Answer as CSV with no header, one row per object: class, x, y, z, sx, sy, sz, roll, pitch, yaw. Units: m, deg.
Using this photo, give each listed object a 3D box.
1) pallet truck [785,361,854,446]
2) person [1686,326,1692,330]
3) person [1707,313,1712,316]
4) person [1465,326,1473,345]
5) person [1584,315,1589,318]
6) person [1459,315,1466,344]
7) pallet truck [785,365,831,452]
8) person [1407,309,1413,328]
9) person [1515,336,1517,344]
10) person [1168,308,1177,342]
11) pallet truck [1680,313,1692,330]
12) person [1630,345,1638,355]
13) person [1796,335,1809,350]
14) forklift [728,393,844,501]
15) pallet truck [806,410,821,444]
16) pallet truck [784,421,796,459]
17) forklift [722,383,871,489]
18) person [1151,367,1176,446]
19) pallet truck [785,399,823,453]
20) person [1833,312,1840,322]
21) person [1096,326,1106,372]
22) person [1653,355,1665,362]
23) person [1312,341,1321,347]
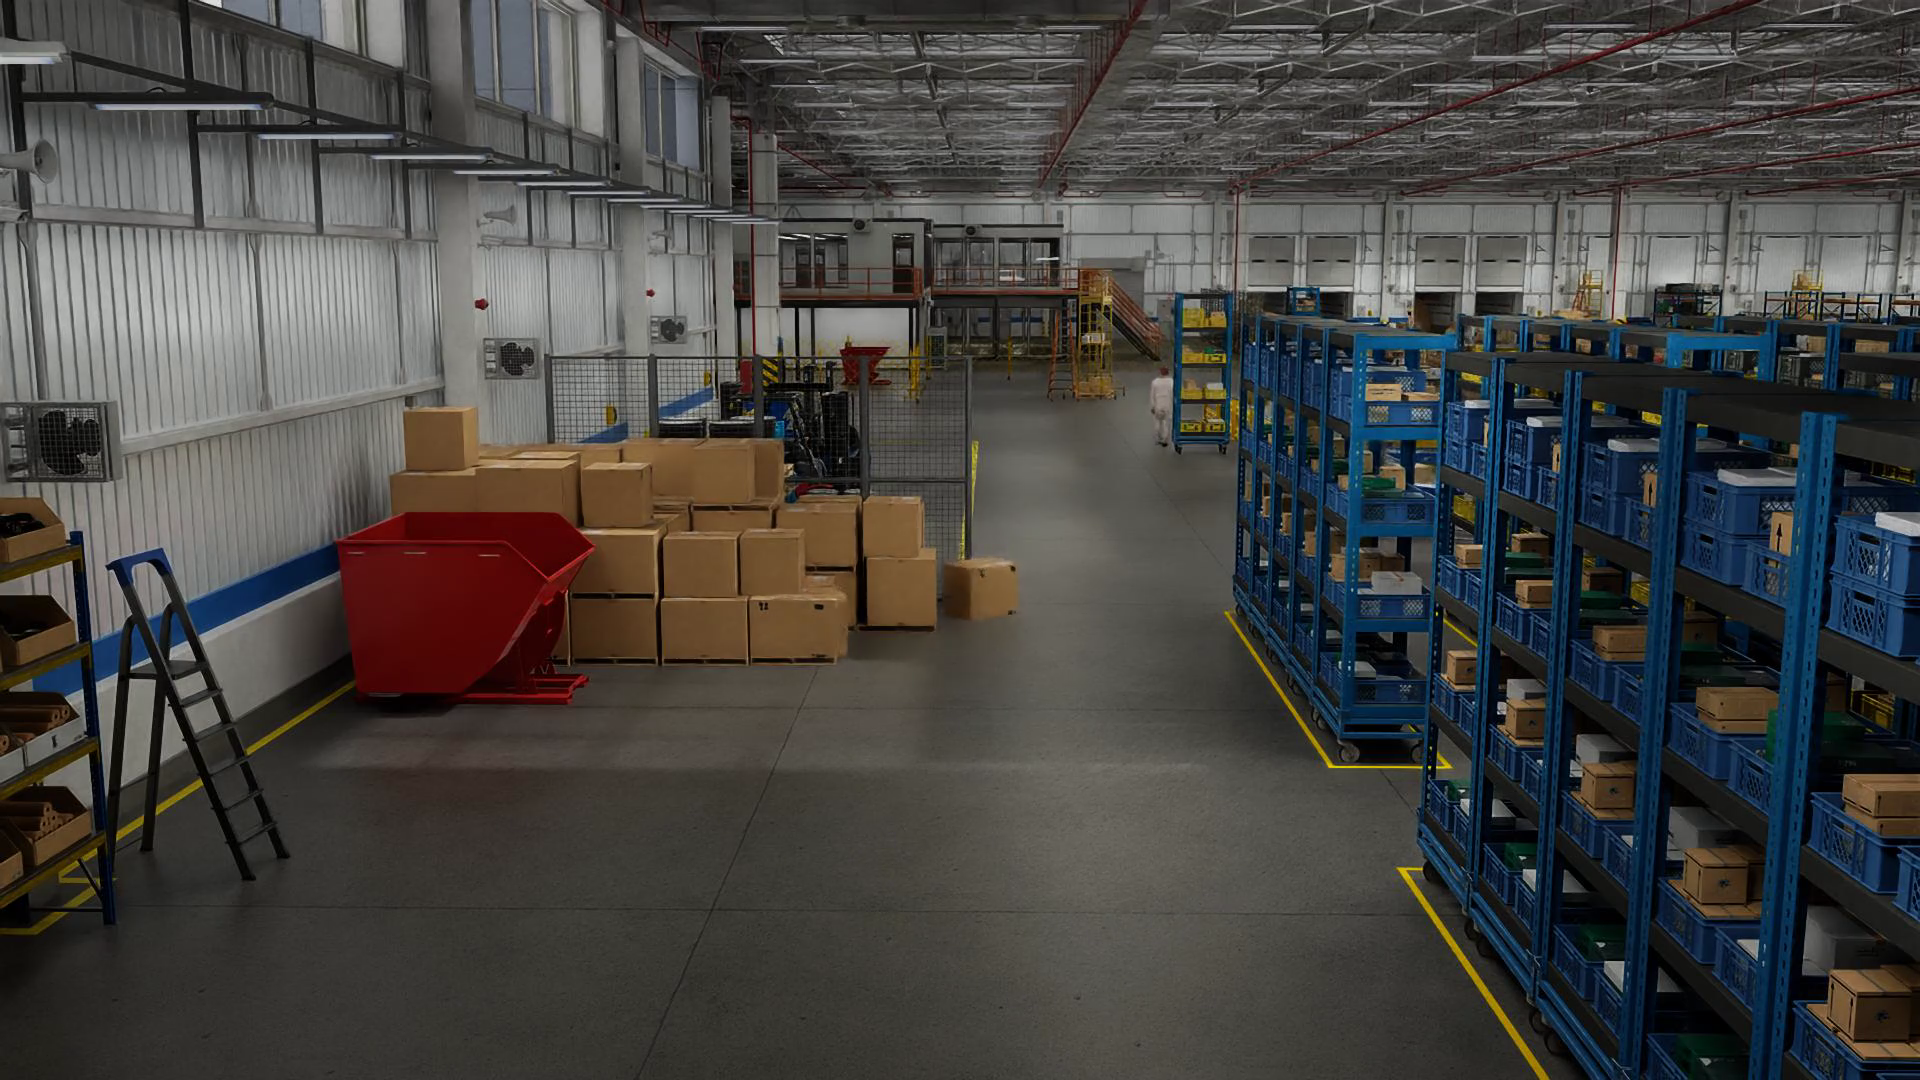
pallet truck,-3.410,-3.193,38.978,1.885,1.965,0.823,0,9,-1
person,30.265,-8.039,69.112,0.587,1.920,0.392,-7,12,-37
person,39.119,-10.861,86.580,0.554,1.898,0.714,-1,9,-5
person,24.596,-9.911,80.750,0.700,1.905,0.639,2,9,13
person,31.050,-10.187,82.469,0.337,1.882,0.583,-1,9,-8
person,26.246,-10.871,86.857,0.452,1.828,0.656,1,9,8
pallet truck,-3.774,-2.976,37.635,1.885,1.965,0.823,1,9,5
person,25.593,-12.173,94.623,0.398,1.918,0.586,5,11,29
person,21.819,-7.384,64.957,0.466,1.951,0.641,2,9,11
person,12.317,-12.450,96.274,0.464,1.931,0.639,-8,12,-42
pallet truck,36.315,-10.531,84.244,0.823,1.965,1.885,-6,11,-33
person,25.487,-6.955,62.980,0.791,1.743,0.533,0,9,2
person,33.208,-7.458,65.664,0.518,1.877,0.326,9,13,43
forklift,-2.979,-1.316,26.476,2.680,1.987,1.157,0,9,1
pallet truck,-3.559,-2.018,33.905,1.522,1.261,0.704,0,9,-1
pallet truck,-4.013,-1.793,32.705,1.601,1.201,0.680,0,9,1
forklift,-2.893,-1.687,28.729,2.680,1.987,1.157,0,9,-1
person,4.807,-3.139,39.084,0.635,1.864,1.000,3,10,17
pallet truck,-3.814,-2.432,36.419,1.630,1.274,0.653,0,9,1
person,46.860,-11.224,88.918,1.017,1.878,0.548,-4,10,-25
person,5.748,-7.780,67.784,0.351,1.837,0.503,-1,9,-9
person,17.610,-3.674,41.905,0.618,2.003,0.533,3,10,16
person,13.805,-7.215,64.047,0.590,1.915,0.392,4,10,21
